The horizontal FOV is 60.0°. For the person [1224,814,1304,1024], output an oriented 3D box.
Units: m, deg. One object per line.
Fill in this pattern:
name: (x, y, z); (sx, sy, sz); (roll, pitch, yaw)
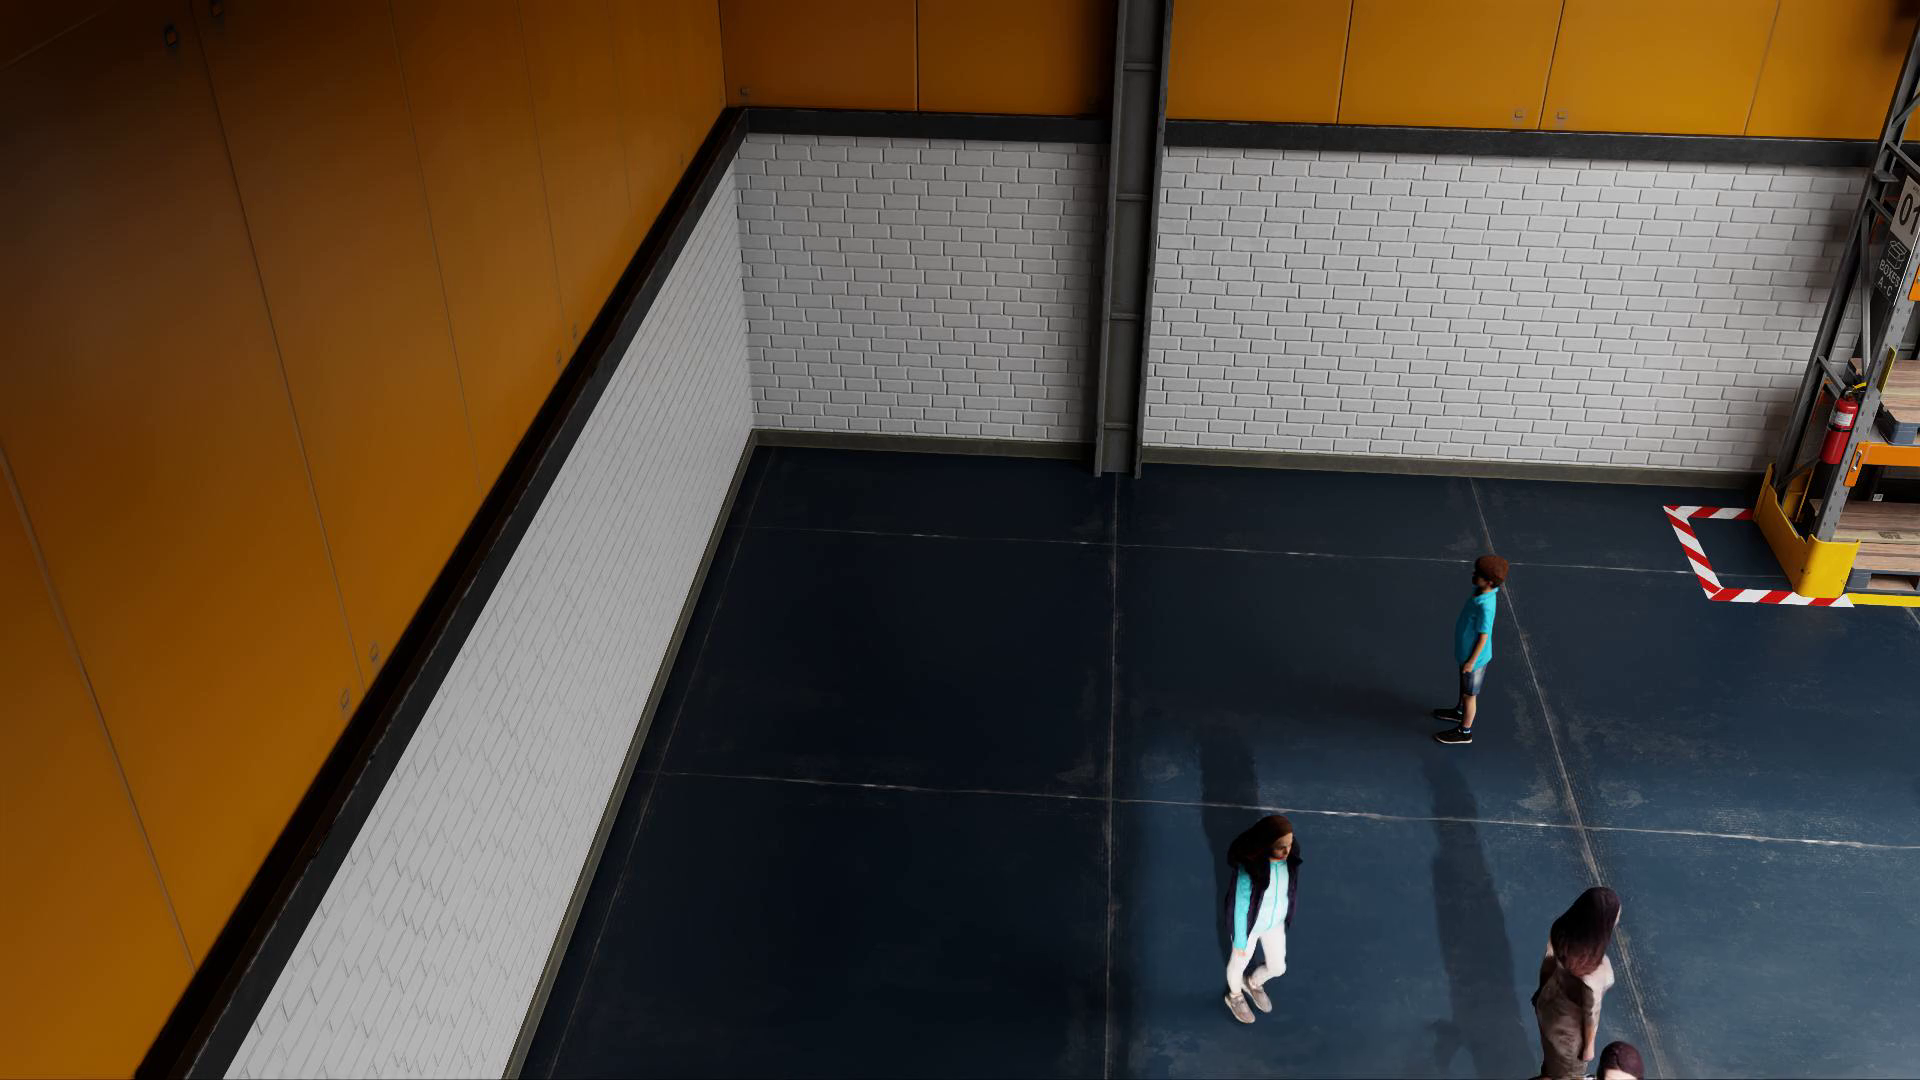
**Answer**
person: (1.567, 2.004, 9.008); (0.669, 1.489, 0.750); (-15, 37, -22)

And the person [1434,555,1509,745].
person: (3.408, 0.705, 10.999); (0.520, 1.448, 0.544); (7, 34, 11)

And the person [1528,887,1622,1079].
person: (2.914, 2.396, 8.201); (0.991, 1.729, 0.700); (-3, 34, -5)
